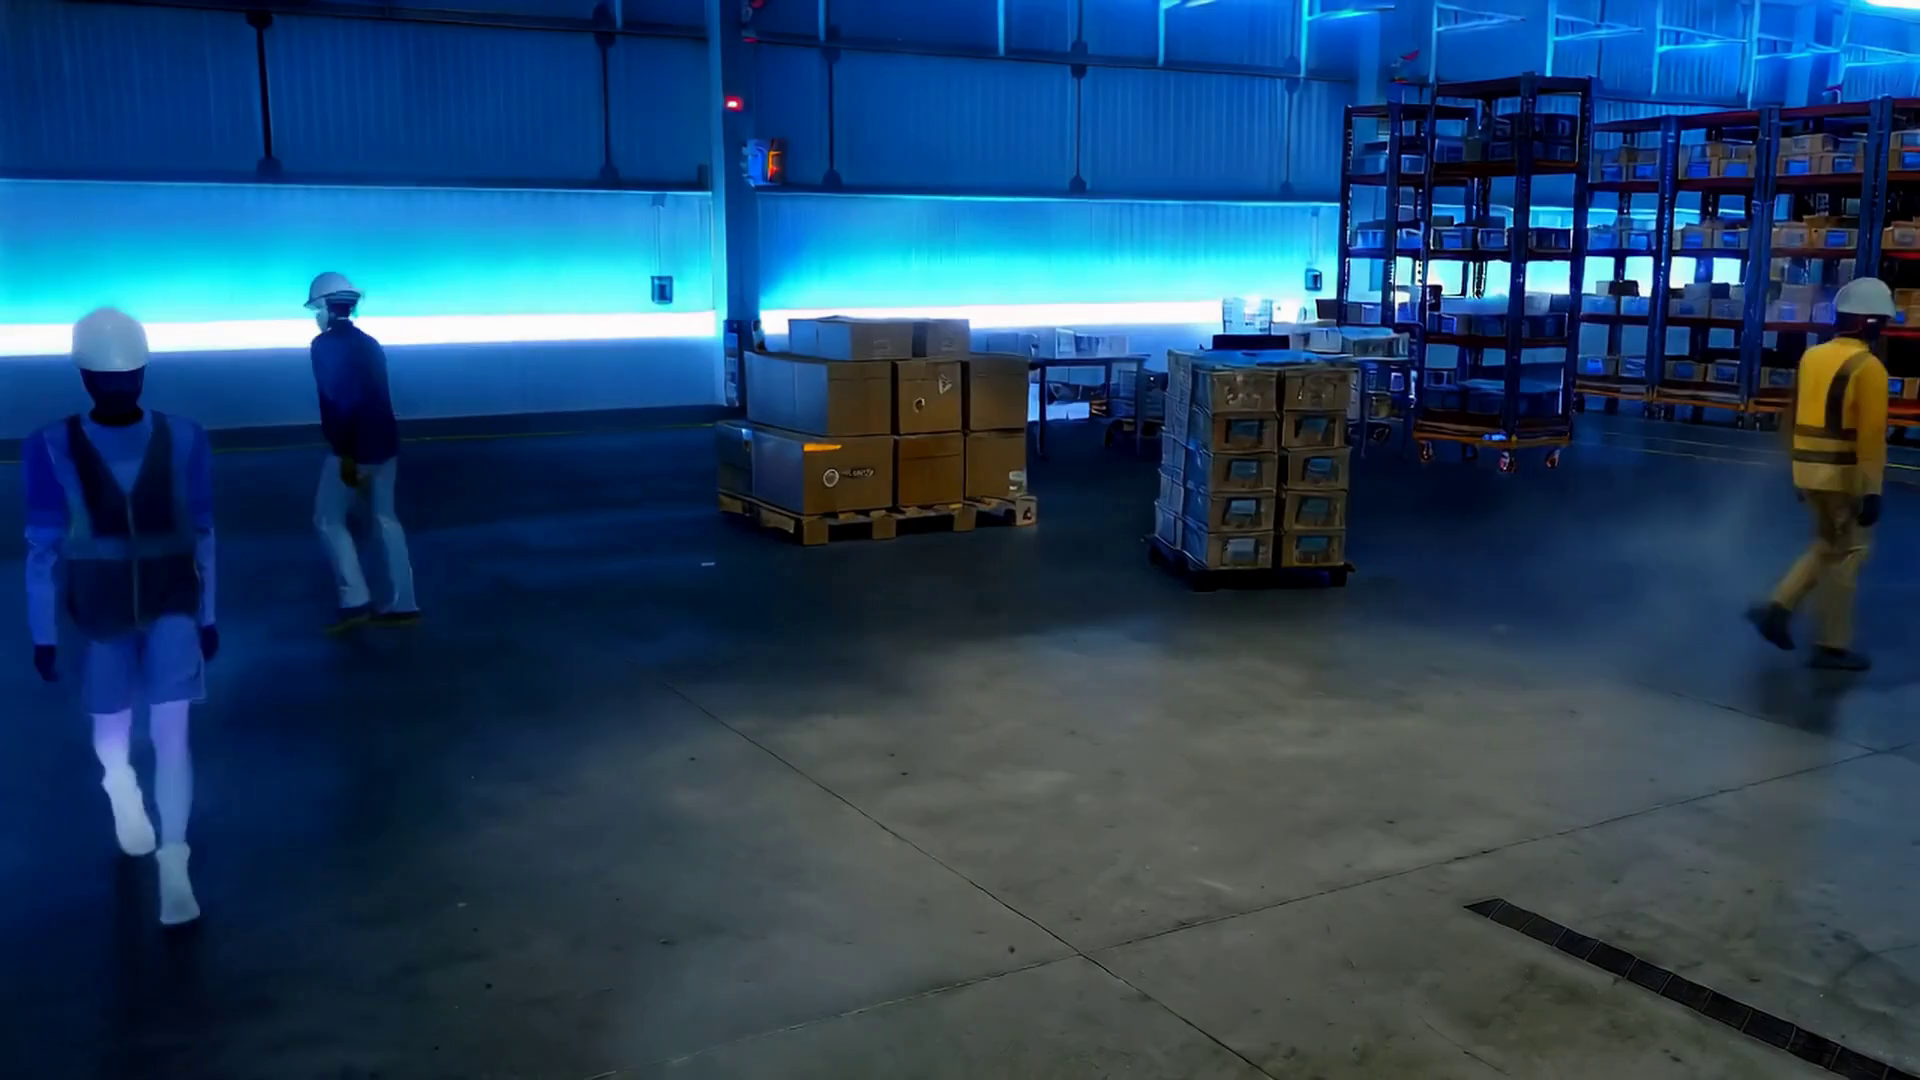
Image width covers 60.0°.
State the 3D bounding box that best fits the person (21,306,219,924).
[{"bbox_3d":[-2.678,0.198,5.346,0.556,1.902,0.934,-6,12,-30],"label":"person"}]

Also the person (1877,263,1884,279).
[{"bbox_3d":[14.553,-3.505,26.514,0.770,1.826,0.574,-8,13,-40],"label":"person"}]

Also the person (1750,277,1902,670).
[{"bbox_3d":[4.277,-0.312,8.121,0.473,1.927,0.631,-1,10,-3],"label":"person"}]

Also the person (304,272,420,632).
[{"bbox_3d":[-3.255,-0.465,8.990,0.662,1.934,0.641,3,10,16],"label":"person"}]
